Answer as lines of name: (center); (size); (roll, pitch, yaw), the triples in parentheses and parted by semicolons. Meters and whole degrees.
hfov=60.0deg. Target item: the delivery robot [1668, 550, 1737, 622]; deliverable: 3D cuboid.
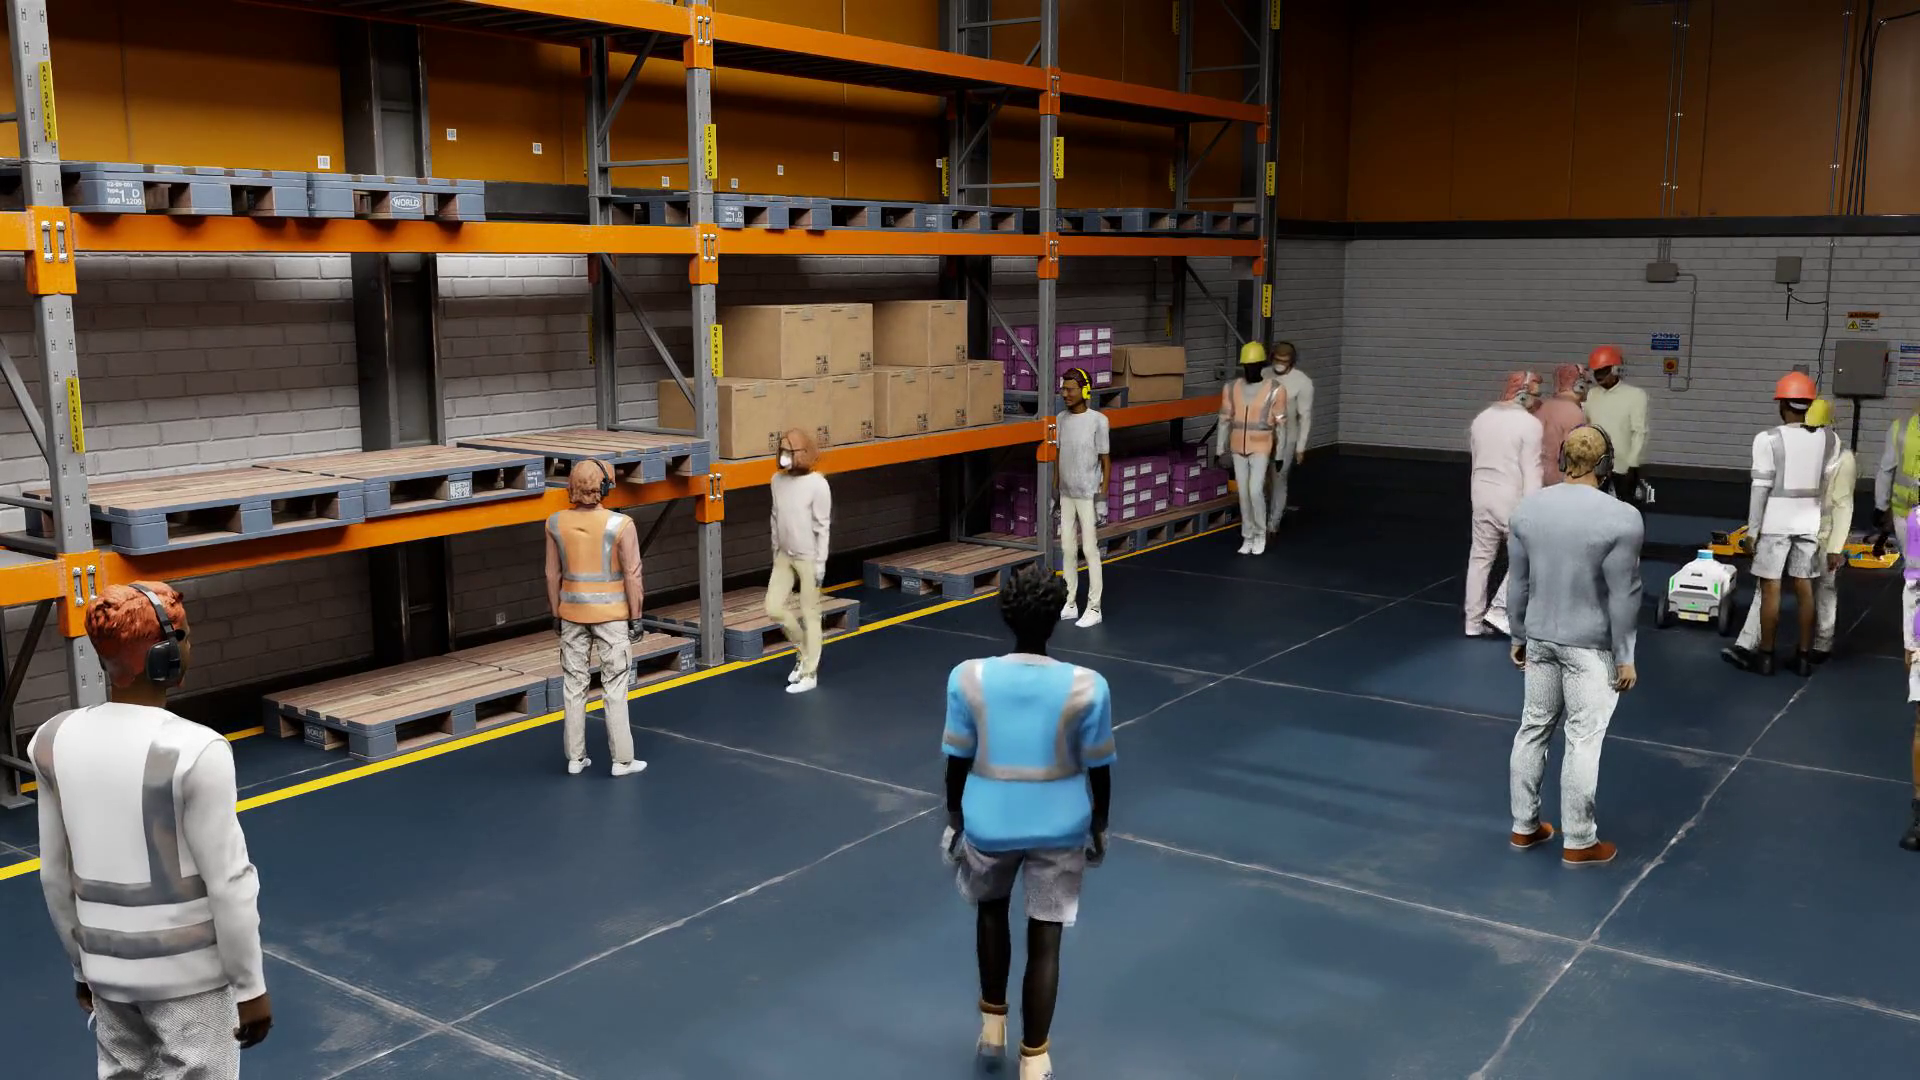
delivery robot: (5.325, 0.313, 11.914); (0.477, 0.478, 0.707); (6, 11, 34)

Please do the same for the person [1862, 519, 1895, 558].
person: (8.104, -0.646, 13.922); (0.731, 1.903, 0.583); (1, 10, 9)

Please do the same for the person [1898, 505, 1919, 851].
person: (4.574, 0.415, 7.554); (0.544, 1.913, 0.849); (8, 13, 41)

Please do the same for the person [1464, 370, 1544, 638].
person: (3.756, -0.227, 11.459); (0.458, 1.877, 0.694); (-5, 11, -27)

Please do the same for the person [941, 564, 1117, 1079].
person: (0.227, 0.904, 5.316); (0.550, 1.676, 0.495); (1, 10, 8)

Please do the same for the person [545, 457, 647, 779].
person: (-1.847, 0.402, 8.439); (0.521, 1.640, 0.306); (2, 10, 12)

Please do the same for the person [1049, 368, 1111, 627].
person: (0.854, -0.304, 11.979); (0.310, 1.864, 0.532); (-9, 13, -44)

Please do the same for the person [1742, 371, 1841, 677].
person: (5.228, -0.096, 10.526); (0.552, 1.933, 0.377); (0, 10, -2)

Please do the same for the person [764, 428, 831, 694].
person: (-0.991, 0.130, 10.087); (0.523, 1.617, 0.340); (8, 12, 39)

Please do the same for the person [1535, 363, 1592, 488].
person: (4.582, -0.377, 12.403); (0.925, 1.871, 0.663); (-1, 10, -9)

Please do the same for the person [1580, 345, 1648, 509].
person: (5.442, -0.654, 13.846); (0.604, 1.943, 1.019); (8, 13, 41)

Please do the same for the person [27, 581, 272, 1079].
person: (-1.904, 1.028, 3.988); (0.573, 1.883, 0.355); (3, 10, 18)

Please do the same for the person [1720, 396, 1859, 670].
person: (5.323, -0.025, 10.579); (0.926, 1.772, 0.615); (-6, 11, -33)

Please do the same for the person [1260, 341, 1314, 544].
person: (2.941, -0.904, 15.438); (0.710, 1.900, 0.476); (8, 12, 38)

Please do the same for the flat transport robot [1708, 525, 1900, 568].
flat transport robot: (7.424, 0.044, 14.640); (1.431, 0.197, 0.652); (7, 12, 35)

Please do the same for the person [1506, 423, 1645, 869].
person: (2.657, 0.456, 7.248); (0.363, 1.933, 0.628); (-7, 12, -34)

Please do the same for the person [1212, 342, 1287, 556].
person: (2.576, -0.805, 14.829); (0.596, 1.909, 0.516); (6, 11, 34)

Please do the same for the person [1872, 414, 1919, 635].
person: (6.722, -0.205, 11.597); (0.623, 1.791, 0.972); (9, 13, 43)
